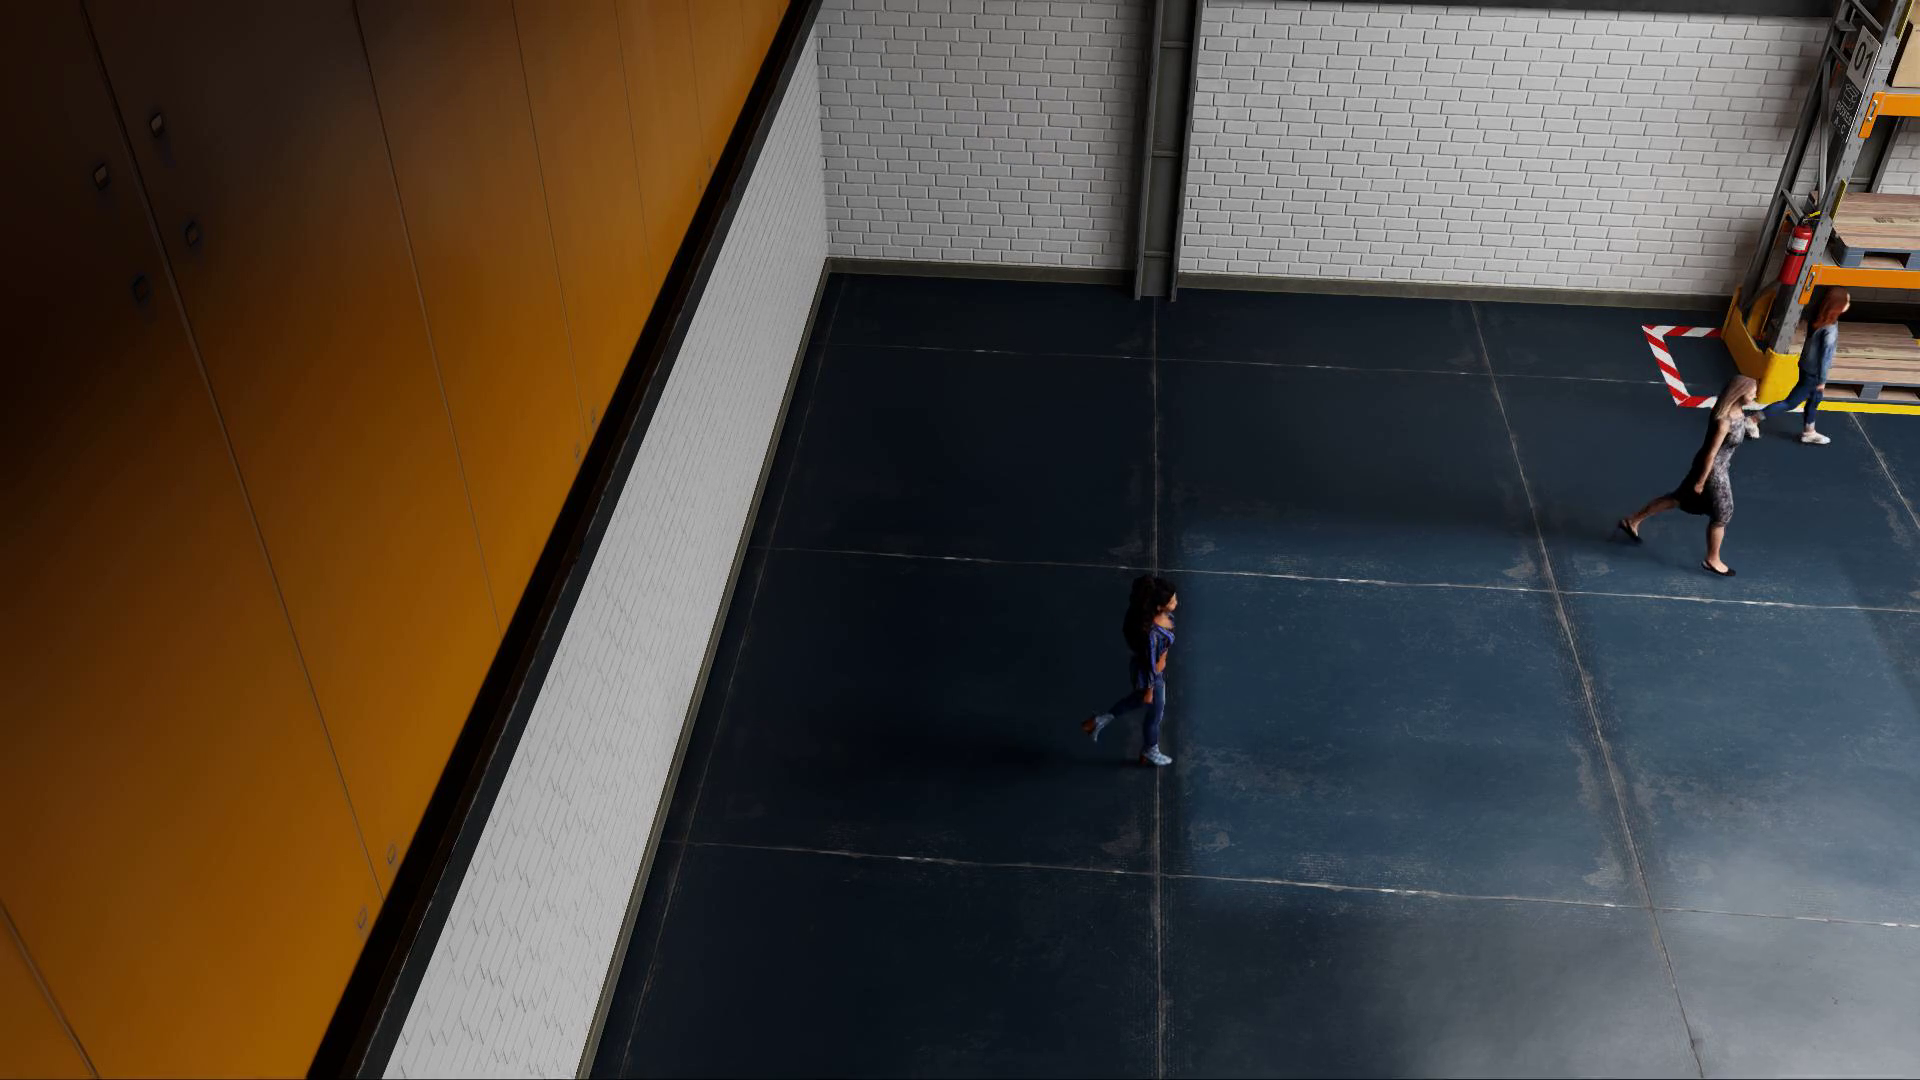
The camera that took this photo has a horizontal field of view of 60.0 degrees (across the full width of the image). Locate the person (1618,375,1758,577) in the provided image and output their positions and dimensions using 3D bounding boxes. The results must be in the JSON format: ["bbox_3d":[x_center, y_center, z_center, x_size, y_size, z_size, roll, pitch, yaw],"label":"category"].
[{"bbox_3d":[5.436,-0.522,12.312,1.204,1.663,0.884,17,42,20],"label":"person"}]

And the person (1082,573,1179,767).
[{"bbox_3d":[1.138,0.846,10.643,0.820,1.610,0.612,3,39,4],"label":"person"}]

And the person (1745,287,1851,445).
[{"bbox_3d":[6.883,-1.400,13.582,1.008,1.451,0.667,9,39,11],"label":"person"}]
